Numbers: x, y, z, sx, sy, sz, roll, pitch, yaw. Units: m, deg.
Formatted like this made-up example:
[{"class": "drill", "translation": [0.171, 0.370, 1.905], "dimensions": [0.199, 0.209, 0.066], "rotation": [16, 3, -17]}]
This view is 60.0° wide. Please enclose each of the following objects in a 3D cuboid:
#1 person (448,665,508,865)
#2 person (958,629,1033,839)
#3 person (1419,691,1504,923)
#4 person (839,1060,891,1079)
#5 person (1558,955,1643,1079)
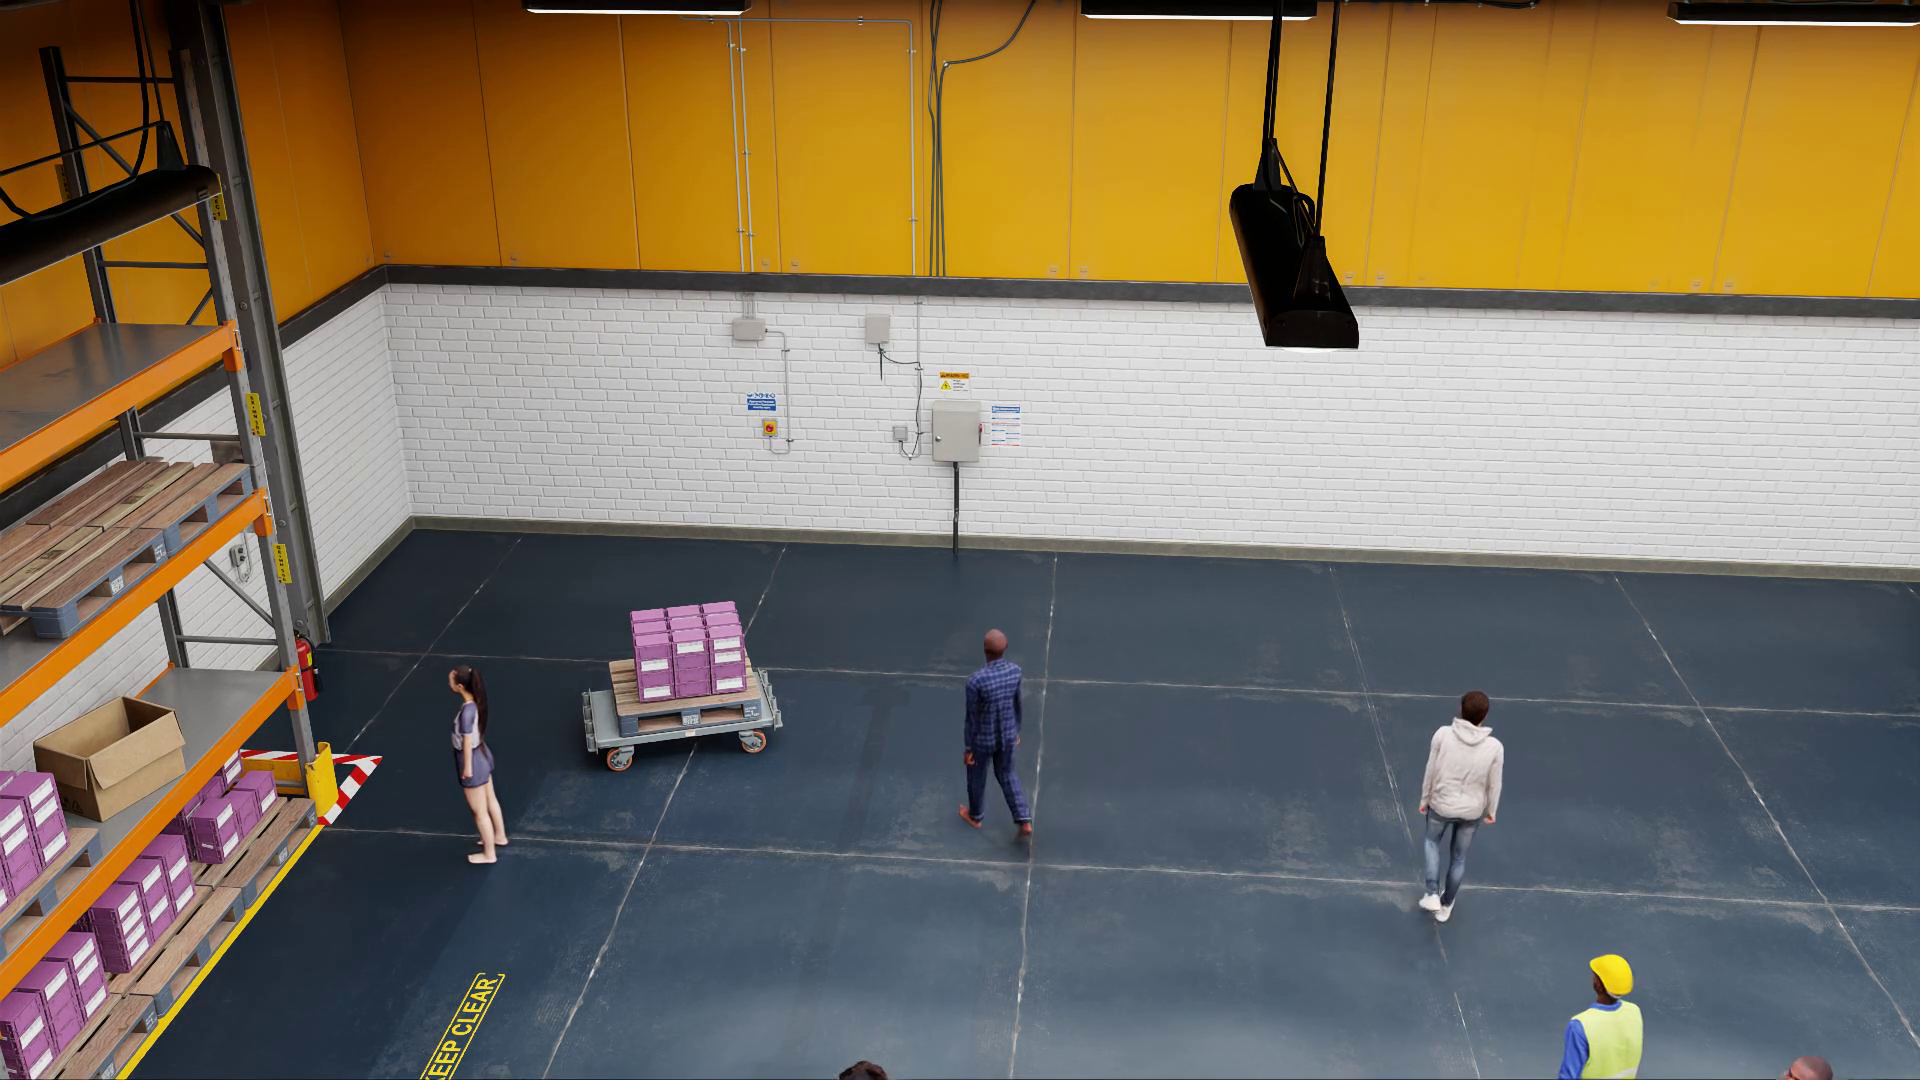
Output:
[{"class": "person", "translation": [-3.672, 1.696, 12.667], "dimensions": [0.670, 1.646, 0.484], "rotation": [-1, 24, -2]}, {"class": "person", "translation": [0.302, 1.535, 12.845], "dimensions": [1.029, 1.798, 1.147], "rotation": [-14, 27, -29]}, {"class": "person", "translation": [3.528, 1.944, 11.851], "dimensions": [0.762, 1.845, 0.764], "rotation": [7, 24, 15]}, {"class": "person", "translation": [-0.488, 3.397, 8.836], "dimensions": [0.774, 1.598, 0.886], "rotation": [11, 26, 23]}, {"class": "person", "translation": [3.523, 3.084, 9.283], "dimensions": [0.752, 1.813, 0.727], "rotation": [-9, 25, -19]}]
